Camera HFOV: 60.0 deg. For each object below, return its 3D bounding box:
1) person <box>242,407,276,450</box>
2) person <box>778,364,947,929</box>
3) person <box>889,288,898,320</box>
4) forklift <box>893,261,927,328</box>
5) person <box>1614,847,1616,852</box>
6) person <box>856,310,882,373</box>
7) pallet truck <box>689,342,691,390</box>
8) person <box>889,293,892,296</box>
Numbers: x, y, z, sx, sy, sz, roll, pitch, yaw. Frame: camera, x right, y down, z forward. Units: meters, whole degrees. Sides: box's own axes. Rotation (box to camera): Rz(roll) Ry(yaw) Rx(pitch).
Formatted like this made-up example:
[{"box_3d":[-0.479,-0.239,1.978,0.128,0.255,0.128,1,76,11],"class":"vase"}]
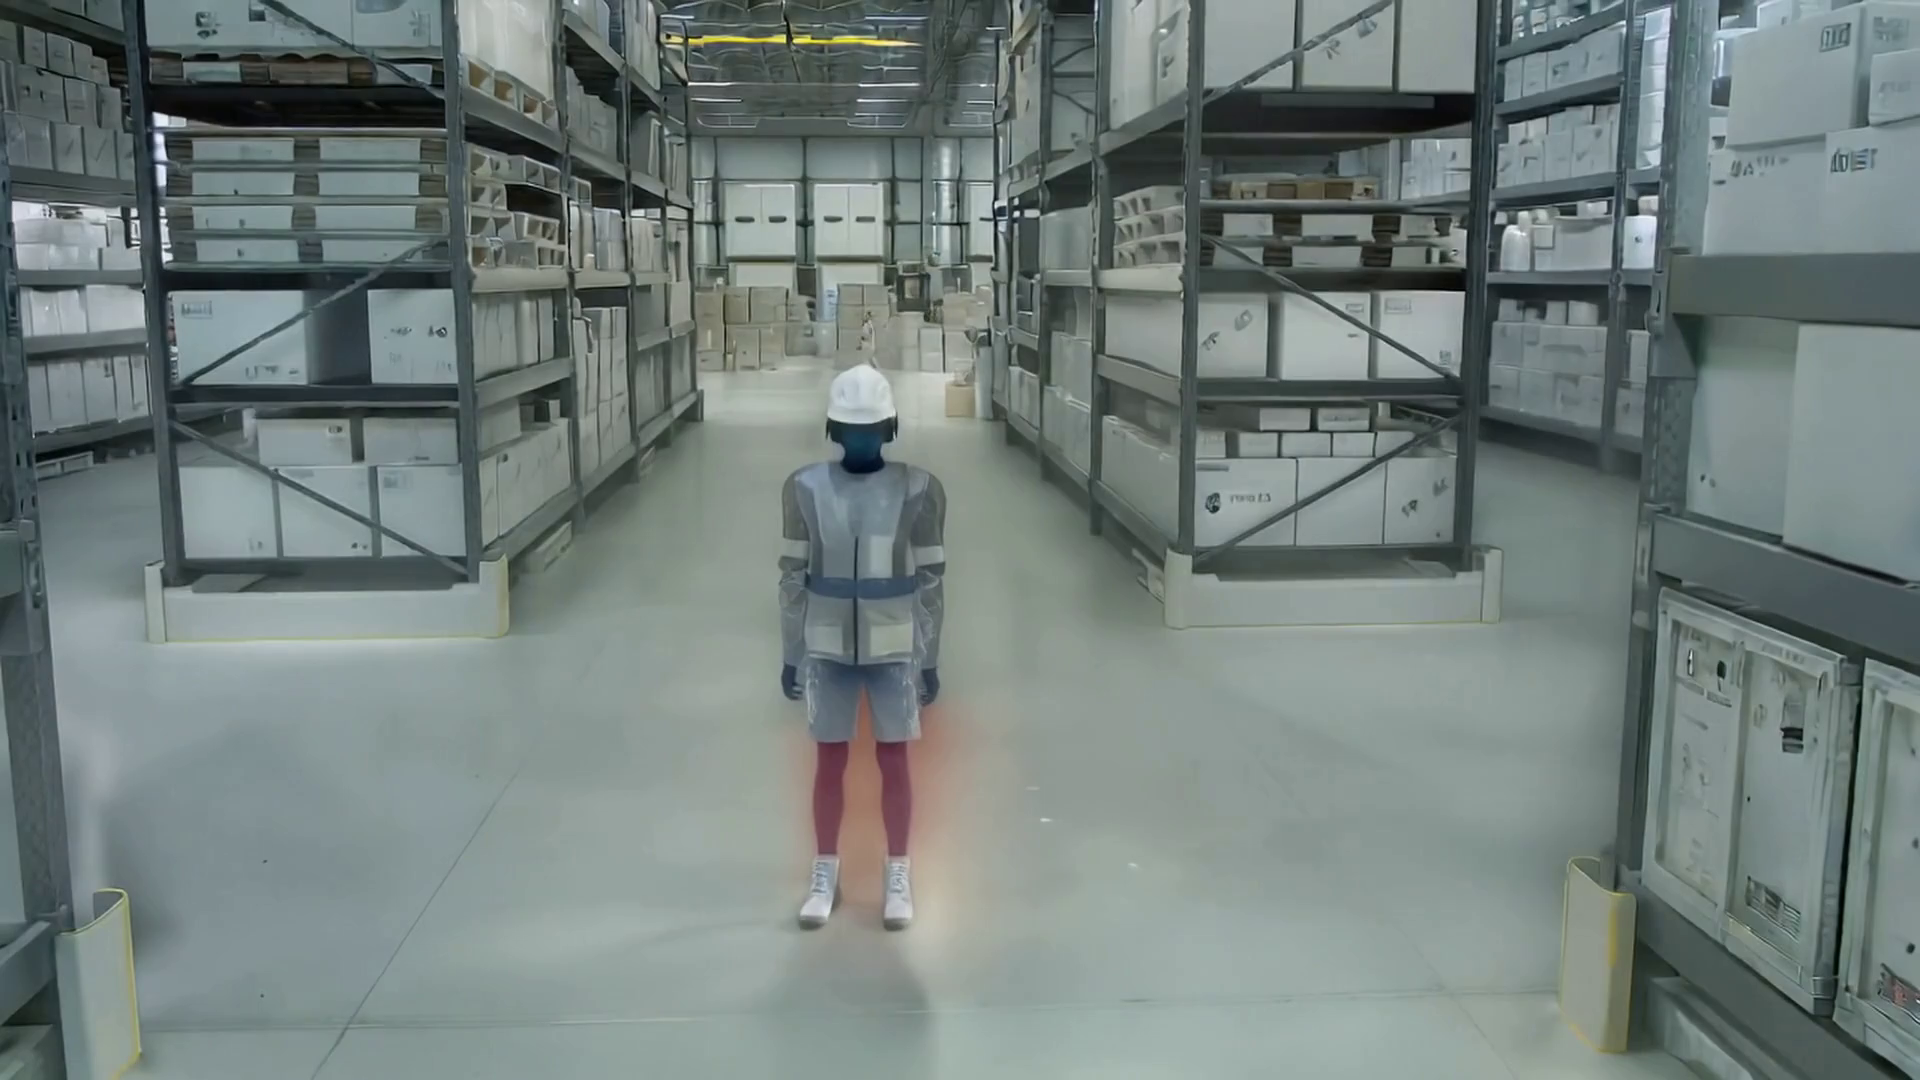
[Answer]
[{"box_3d":[-9.584,-2.162,22.764,0.626,1.822,0.848,0,9,-1],"class":"person"},{"box_3d":[-0.354,0.391,5.996,0.608,2.044,0.371,1,9,4],"class":"person"},{"box_3d":[-2.292,-7.802,57.819,0.640,1.927,0.388,3,10,19],"class":"person"},{"box_3d":[-1.620,-8.088,56.615,1.129,2.768,1.873,1,9,9],"class":"forklift"},{"box_3d":[3.023,0.433,6.304,0.955,1.866,0.642,0,9,-1],"class":"person"},{"box_3d":[-2.049,-4.220,36.372,0.874,1.591,0.517,-3,9,-17],"class":"person"},{"box_3d":[-5.225,-3.008,27.480,1.885,1.965,0.823,2,9,14],"class":"pallet truck"},{"box_3d":[-2.545,-8.446,62.570,0.541,1.696,0.315,0,9,-2],"class":"person"}]
